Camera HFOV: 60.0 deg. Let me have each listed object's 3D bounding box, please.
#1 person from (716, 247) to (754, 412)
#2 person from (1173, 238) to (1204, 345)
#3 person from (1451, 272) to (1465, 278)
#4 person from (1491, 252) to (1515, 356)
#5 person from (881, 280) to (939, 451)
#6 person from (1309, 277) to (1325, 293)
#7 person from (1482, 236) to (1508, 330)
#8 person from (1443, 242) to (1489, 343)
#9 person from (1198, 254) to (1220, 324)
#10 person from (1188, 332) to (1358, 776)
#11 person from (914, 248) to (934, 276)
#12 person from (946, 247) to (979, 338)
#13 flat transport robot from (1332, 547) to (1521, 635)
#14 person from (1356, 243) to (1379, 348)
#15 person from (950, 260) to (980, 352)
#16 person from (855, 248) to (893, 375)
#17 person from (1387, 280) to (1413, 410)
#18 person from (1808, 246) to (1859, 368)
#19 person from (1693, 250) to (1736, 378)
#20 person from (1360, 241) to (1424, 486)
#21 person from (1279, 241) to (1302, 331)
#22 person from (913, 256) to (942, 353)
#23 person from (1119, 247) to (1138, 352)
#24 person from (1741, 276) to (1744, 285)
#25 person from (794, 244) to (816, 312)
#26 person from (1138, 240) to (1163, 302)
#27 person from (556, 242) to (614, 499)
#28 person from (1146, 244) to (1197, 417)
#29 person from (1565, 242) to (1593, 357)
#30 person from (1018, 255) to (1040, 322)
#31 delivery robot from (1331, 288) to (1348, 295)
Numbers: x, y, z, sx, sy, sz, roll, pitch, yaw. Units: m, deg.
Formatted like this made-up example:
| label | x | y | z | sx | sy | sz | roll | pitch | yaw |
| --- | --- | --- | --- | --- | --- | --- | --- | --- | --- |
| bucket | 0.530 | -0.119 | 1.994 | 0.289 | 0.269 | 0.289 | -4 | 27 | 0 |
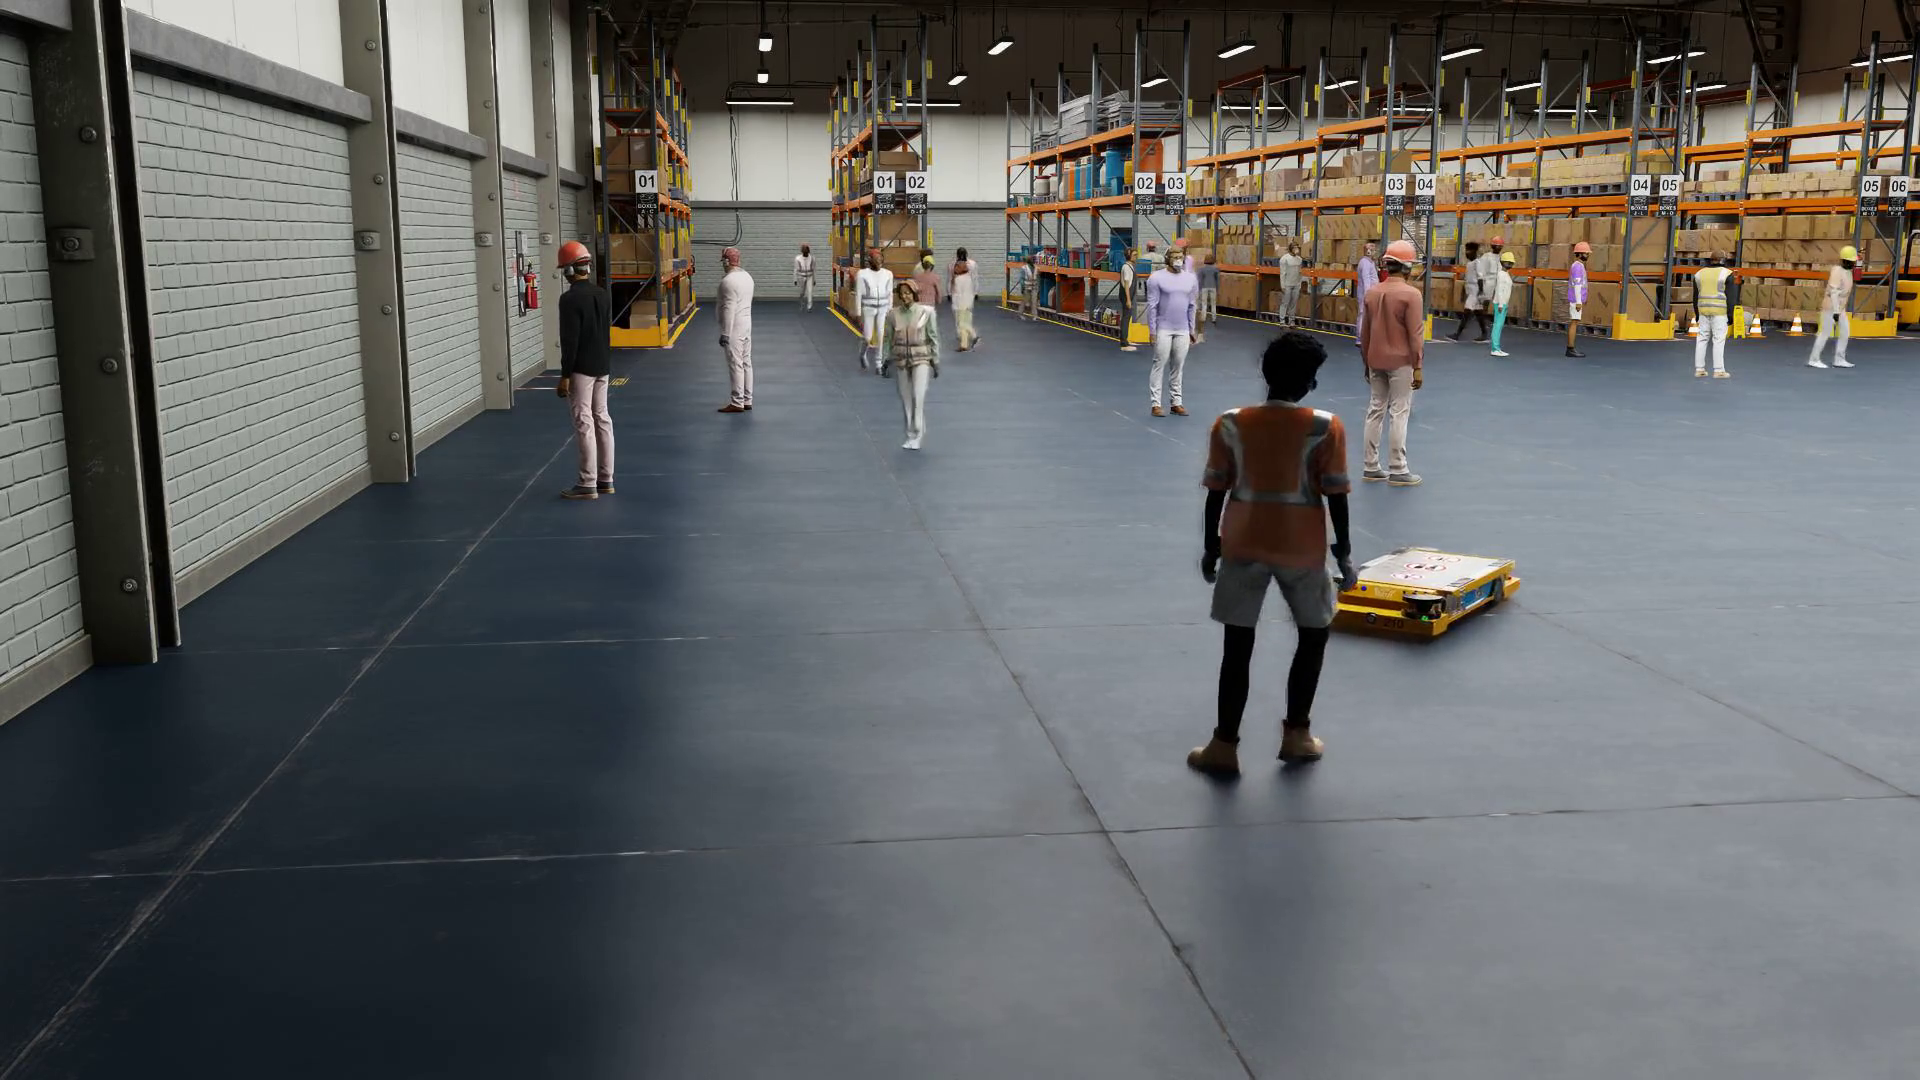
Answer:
| label | x | y | z | sx | sy | sz | roll | pitch | yaw |
| --- | --- | --- | --- | --- | --- | --- | --- | --- | --- |
| person | -2.631 | -2.431 | 19.309 | 0.405 | 1.903 | 0.636 | 3 | 11 | 16 |
| person | 4.182 | -4.665 | 31.307 | 0.949 | 1.982 | 0.660 | -2 | 11 | -12 |
| person | 15.067 | -8.013 | 50.043 | 0.996 | 1.863 | 0.654 | -2 | 10 | -10 |
| person | 9.276 | -4.020 | 28.392 | 0.329 | 1.765 | 0.526 | 5 | 12 | 28 |
| person | -0.502 | -1.644 | 15.764 | 0.552 | 1.614 | 0.665 | 4 | 11 | 19 |
| person | 9.918 | -7.262 | 46.244 | 0.493 | 1.732 | 0.370 | 0 | 10 | 0 |
| person | 11.613 | -5.563 | 36.119 | 0.606 | 2.035 | 0.405 | -1 | 10 | -5 |
| person | 9.747 | -4.731 | 31.867 | 0.986 | 1.910 | 0.621 | 0 | 10 | 1 |
| person | 5.777 | -5.818 | 38.599 | 0.500 | 1.636 | 0.283 | 1 | 10 | 3 |
| person | 1.200 | 0.055 | 6.294 | 0.601 | 1.664 | 0.494 | 4 | 11 | 21 |
| person | -0.710 | -4.416 | 30.402 | 0.627 | 1.821 | 0.640 | 2 | 11 | 11 |
| person | 0.042 | -4.922 | 33.171 | 0.653 | 1.822 | 0.550 | 0 | 10 | 1 |
| flat transport robot | 2.513 | 0.254 | 9.055 | 0.652 | 0.197 | 1.431 | 7 | 13 | 35 |
| person | 7.490 | -4.489 | 30.569 | 0.401 | 1.910 | 0.640 | 2 | 11 | 10 |
| person | 0.065 | -4.120 | 29.349 | 0.420 | 1.615 | 0.494 | 5 | 11 | 24 |
| person | -1.292 | -3.391 | 24.667 | 0.589 | 1.864 | 0.665 | -4 | 11 | -20 |
| person | 5.077 | -2.268 | 19.222 | 0.504 | 1.610 | 0.735 | -3 | 11 | -18 |
| person | 13.492 | -3.566 | 25.586 | 0.601 | 1.876 | 0.773 | -8 | 13 | -38 |
| person | 10.897 | -3.259 | 24.019 | 0.429 | 1.841 | 0.625 | -7 | 13 | -34 |
| person | 3.563 | -1.445 | 13.643 | 0.393 | 1.991 | 0.626 | -6 | 12 | -32 |
| person | 7.138 | -5.472 | 35.905 | 0.633 | 1.932 | 0.368 | -7 | 13 | -34 |
| person | -0.593 | -3.978 | 28.349 | 0.503 | 1.708 | 0.981 | 6 | 12 | 28 |
| person | 2.995 | -4.274 | 29.560 | 0.344 | 1.847 | 0.506 | 1 | 10 | 8 |
| person | 20.929 | -7.101 | 44.868 | 0.586 | 1.919 | 0.391 | -2 | 11 | -12 |
| person | -4.207 | -7.109 | 45.137 | 0.589 | 1.846 | 0.944 | -2 | 10 | -8 |
| person | 4.726 | -6.432 | 41.135 | 0.621 | 1.953 | 0.788 | 0 | 10 | 1 |
| person | -2.936 | -1.314 | 12.949 | 0.392 | 1.985 | 0.609 | 4 | 11 | 20 |
| person | 2.403 | -2.366 | 18.844 | 0.627 | 1.940 | 0.375 | -4 | 11 | -21 |
| person | 10.463 | -4.060 | 28.132 | 0.358 | 1.938 | 0.545 | 3 | 11 | 17 |
| person | 1.653 | -6.055 | 39.963 | 0.525 | 1.607 | 0.715 | -4 | 11 | -23 |
| delivery robot | 11.386 | -7.324 | 49.565 | 0.707 | 0.478 | 0.477 | 1 | 10 | 6 |
